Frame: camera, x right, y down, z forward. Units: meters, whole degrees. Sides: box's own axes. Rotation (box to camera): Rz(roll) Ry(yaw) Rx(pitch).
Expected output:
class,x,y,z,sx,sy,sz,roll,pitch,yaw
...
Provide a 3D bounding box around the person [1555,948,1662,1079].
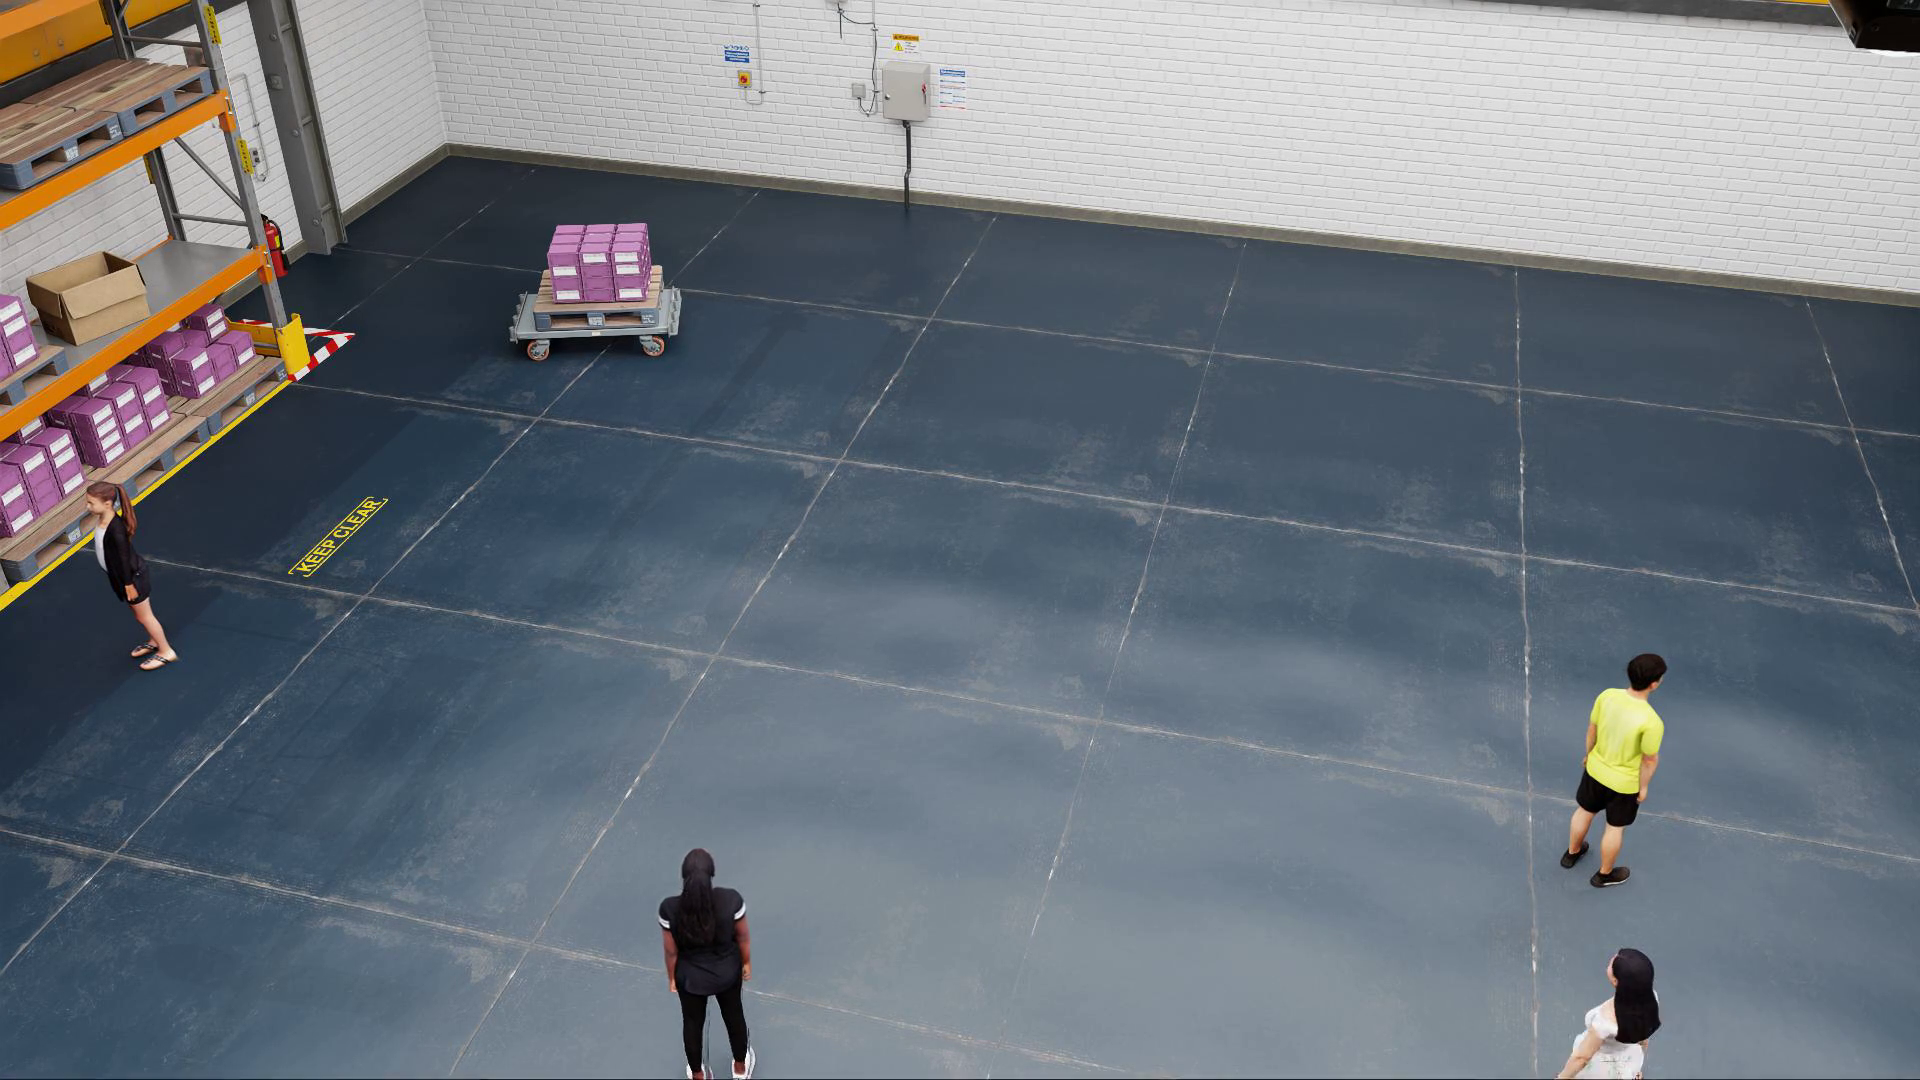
class,x,y,z,sx,sy,sz,roll,pitch,yaw
person,3.259,2.744,8.245,0.868,1.756,0.925,-19,38,-26

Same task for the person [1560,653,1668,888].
class,x,y,z,sx,sy,sz,roll,pitch,yaw
person,4.056,1.418,10.284,0.742,1.708,0.695,-20,39,-28

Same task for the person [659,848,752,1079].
class,x,y,z,sx,sy,sz,roll,pitch,yaw
person,-1.338,2.316,8.913,0.708,1.730,0.728,-8,34,-11

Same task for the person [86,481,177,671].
class,x,y,z,sx,sy,sz,roll,pitch,yaw
person,-6.104,0.232,12.205,0.681,1.556,0.626,-22,39,-29
